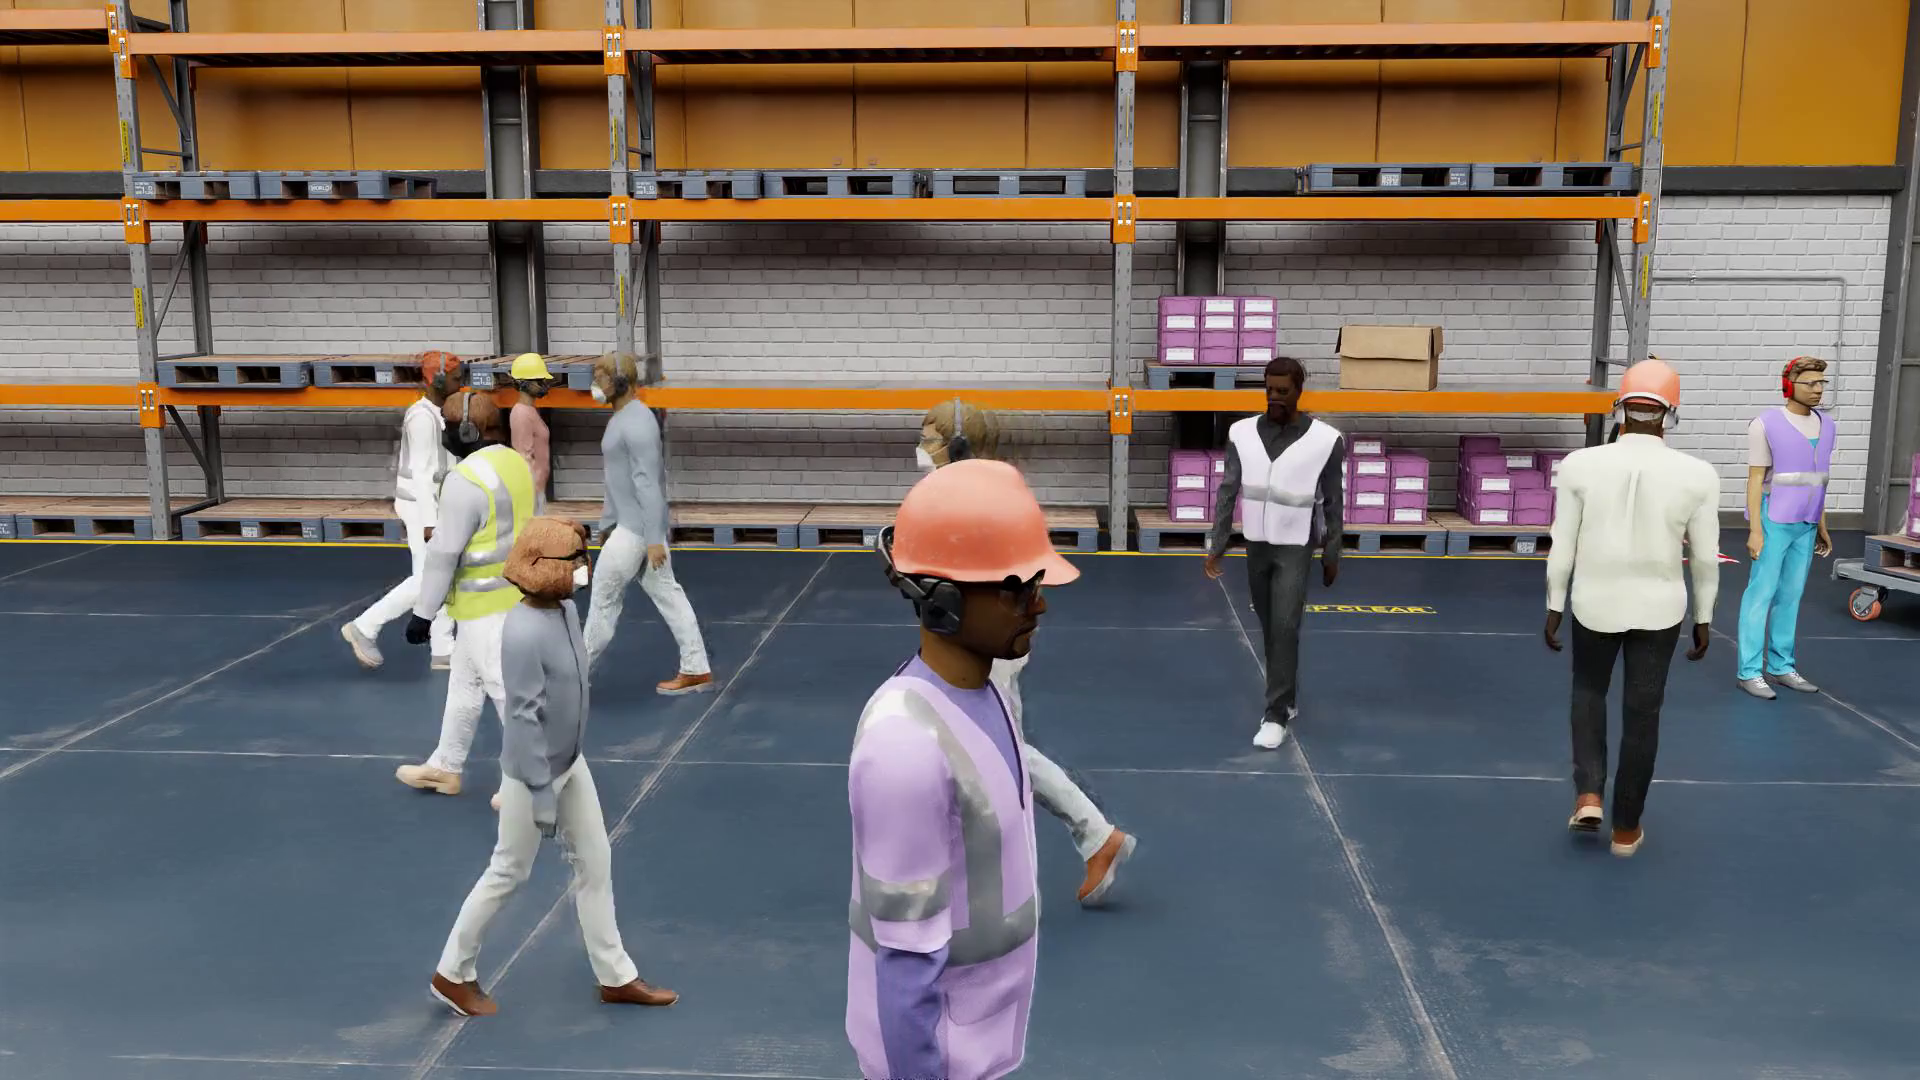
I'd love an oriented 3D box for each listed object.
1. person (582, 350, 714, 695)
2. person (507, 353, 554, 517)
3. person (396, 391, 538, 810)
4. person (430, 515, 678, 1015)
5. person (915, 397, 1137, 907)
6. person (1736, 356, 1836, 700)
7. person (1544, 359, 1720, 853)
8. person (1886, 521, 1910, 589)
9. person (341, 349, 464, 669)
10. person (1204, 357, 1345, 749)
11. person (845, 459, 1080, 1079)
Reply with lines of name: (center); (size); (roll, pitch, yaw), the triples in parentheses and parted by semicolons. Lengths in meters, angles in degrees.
person: (-1.811, -0.061, 8.856); (1.046, 1.878, 0.654); (-2, 10, -13)
person: (-2.730, -0.308, 10.651); (0.314, 1.769, 0.525); (-2, 10, -11)
person: (-2.137, 0.271, 7.140); (0.882, 1.805, 0.638); (1, 10, 4)
person: (-1.307, 0.714, 5.189); (0.646, 1.628, 0.525); (1, 10, 7)
person: (0.157, 0.436, 5.931); (0.934, 1.907, 0.636); (0, 10, -1)
person: (4.482, -0.074, 9.034); (0.563, 1.848, 0.389); (-4, 11, -23)
person: (2.684, 0.269, 6.648); (0.644, 1.973, 0.447); (5, 11, 25)
person: (7.025, -0.499, 11.622); (0.963, 1.809, 0.633); (5, 11, 26)
person: (-3.128, -0.152, 9.478); (0.659, 1.862, 0.594); (-1, 10, -8)
person: (1.512, 0.057, 8.169); (0.599, 1.886, 0.874); (7, 12, 35)
person: (0.006, 0.872, 2.927); (0.396, 2.042, 0.611); (2, 10, 10)
